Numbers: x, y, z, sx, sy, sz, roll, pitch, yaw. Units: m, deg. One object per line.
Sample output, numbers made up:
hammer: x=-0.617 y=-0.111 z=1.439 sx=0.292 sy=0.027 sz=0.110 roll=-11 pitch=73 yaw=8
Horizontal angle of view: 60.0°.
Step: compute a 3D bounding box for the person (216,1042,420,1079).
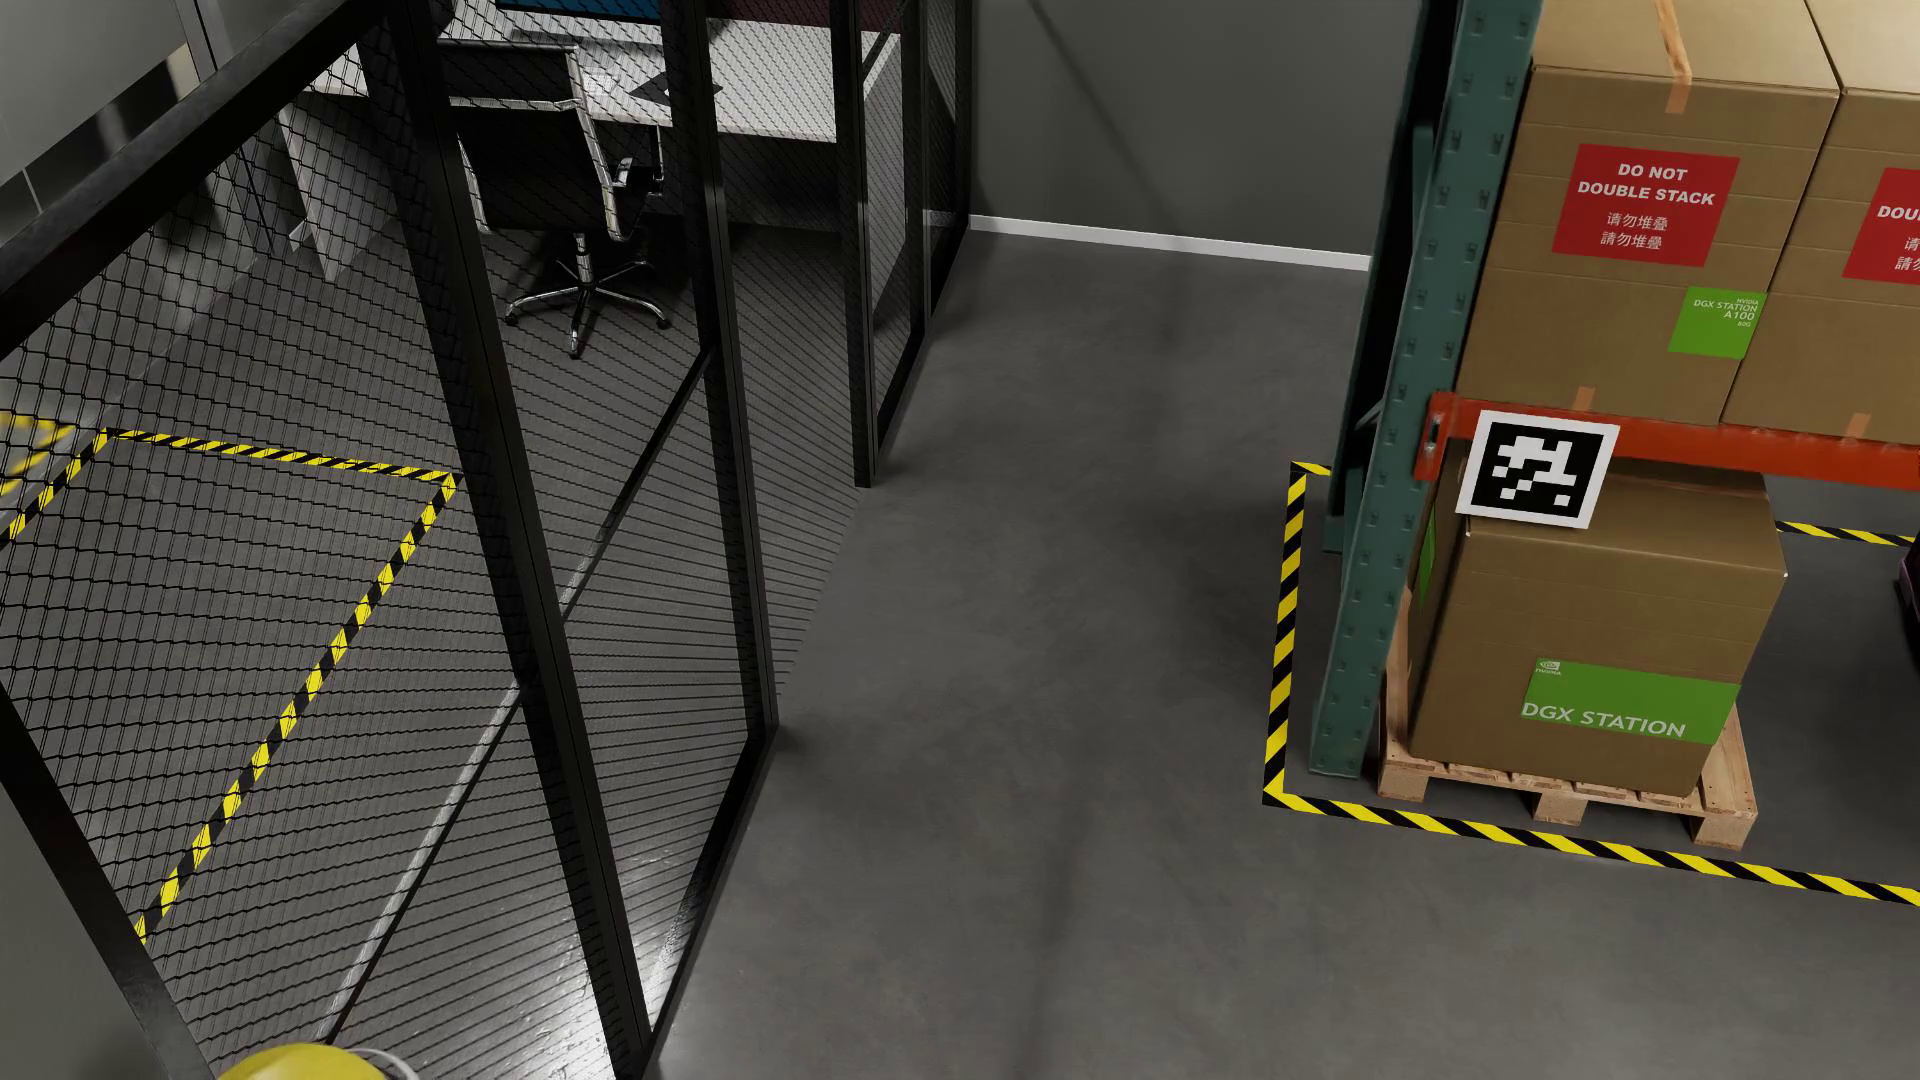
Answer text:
person: x=-0.675 y=1.220 z=2.172 sx=0.588 sy=1.833 sz=0.404 roll=12 pitch=43 yaw=14
